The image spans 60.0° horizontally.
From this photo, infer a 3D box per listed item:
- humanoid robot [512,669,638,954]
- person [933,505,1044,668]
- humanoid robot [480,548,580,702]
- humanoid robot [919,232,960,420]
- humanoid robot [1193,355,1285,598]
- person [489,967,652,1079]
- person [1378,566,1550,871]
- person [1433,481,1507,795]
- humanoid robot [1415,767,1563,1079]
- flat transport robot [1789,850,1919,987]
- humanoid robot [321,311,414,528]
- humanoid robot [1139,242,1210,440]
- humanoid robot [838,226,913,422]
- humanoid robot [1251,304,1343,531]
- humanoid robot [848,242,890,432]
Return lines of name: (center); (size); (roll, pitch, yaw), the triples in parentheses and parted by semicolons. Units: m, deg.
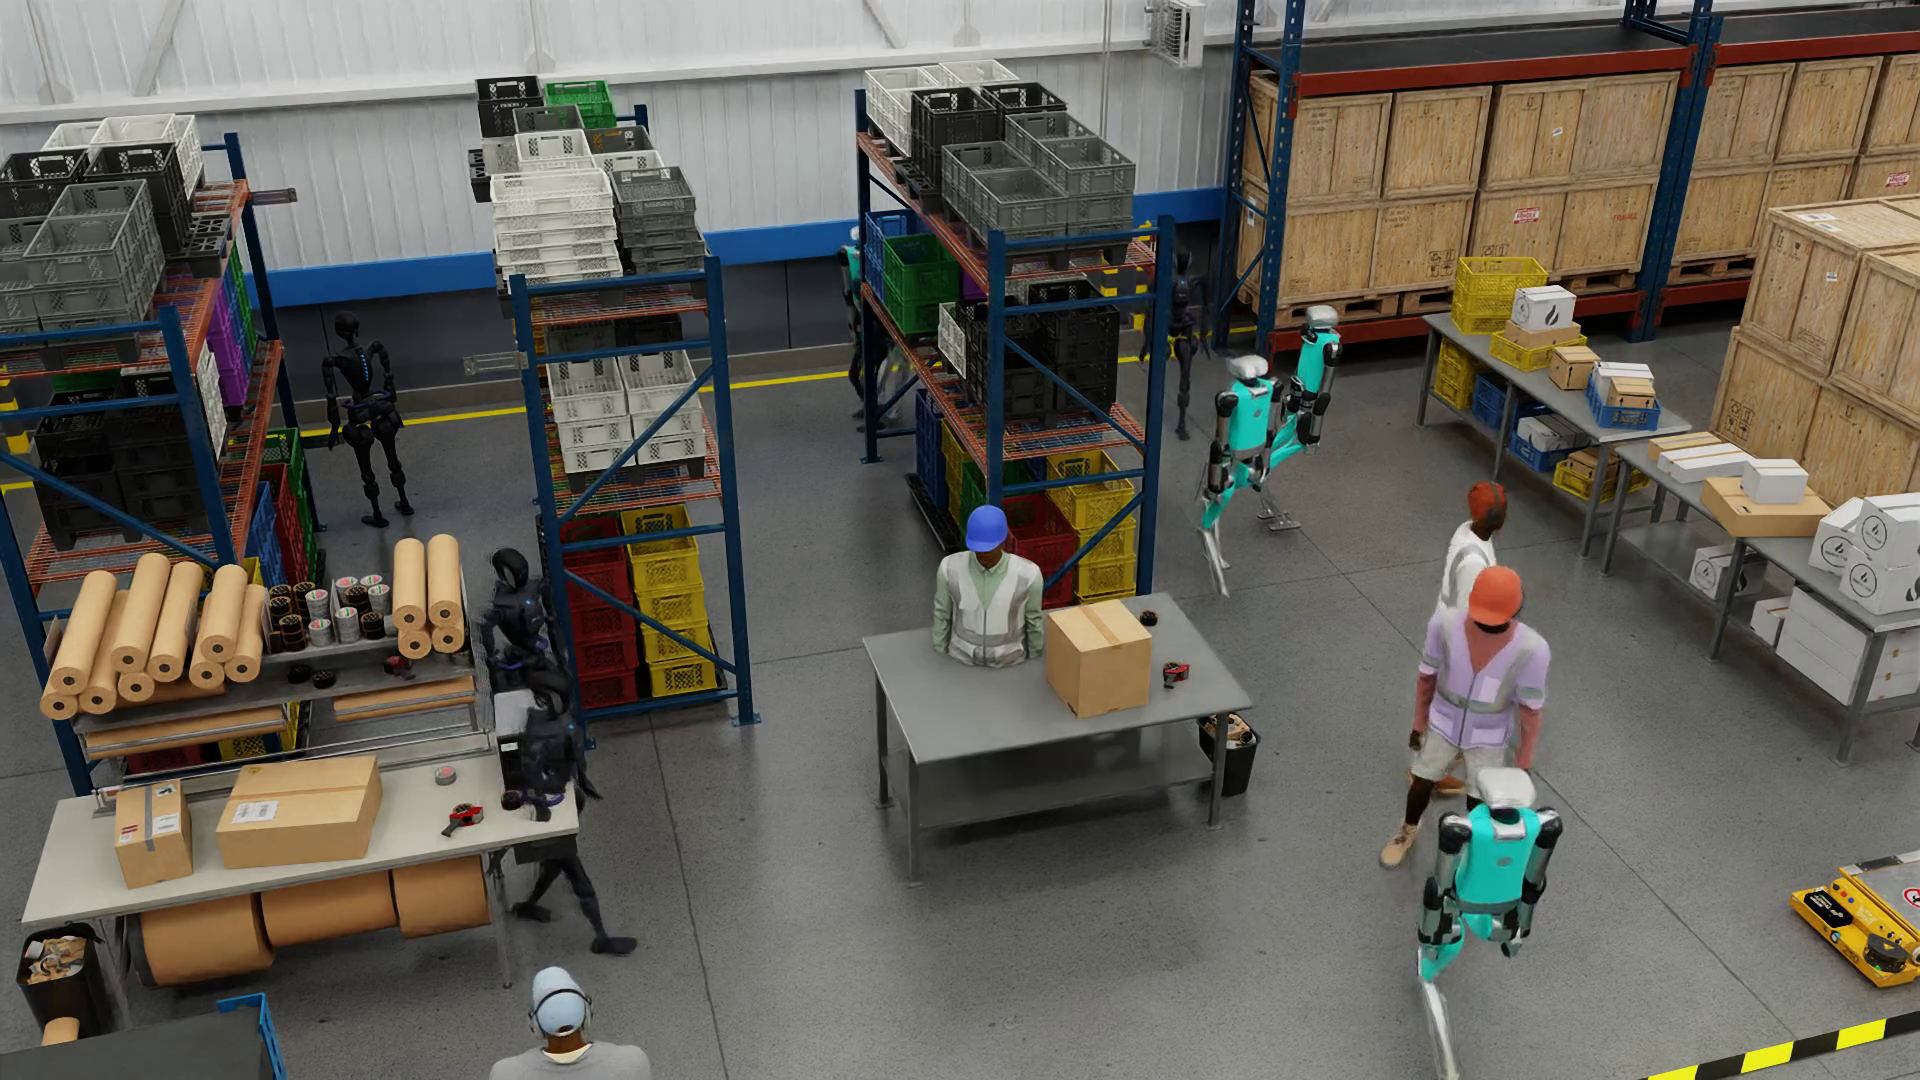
humanoid robot: (-2.011, 1.336, 8.322); (0.727, 1.641, 0.615); (4, 29, 7)
person: (0.153, 0.664, 9.210); (0.609, 1.946, 0.403); (4, 29, 7)
humanoid robot: (-2.383, 0.771, 9.315); (0.688, 1.637, 0.584); (15, 32, 25)
humanoid robot: (-0.058, -1.717, 13.699); (0.678, 1.749, 0.548); (-8, 30, -15)
humanoid robot: (1.824, -0.493, 11.561); (0.543, 1.804, 0.811); (-16, 33, -27)
person: (-1.400, 2.347, 6.247); (0.594, 1.852, 0.367); (-5, 29, -9)
person: (2.613, 0.973, 8.575); (0.739, 2.017, 0.526); (16, 32, 26)
person: (2.883, 0.544, 9.536); (0.341, 1.851, 0.675); (6, 29, 12)
humanoid robot: (2.301, 1.646, 7.722); (0.535, 1.783, 1.057); (-2, 29, -4)
flat transport robot: (5.163, 1.916, 8.676); (1.431, 0.231, 0.659); (-8, 30, -14)
humanoid robot: (-4.406, -0.903, 12.326); (0.315, 1.657, 0.599); (23, 36, 35)
humanoid robot: (1.792, -1.707, 13.854); (0.597, 1.628, 0.783); (-2, 29, -5)
humanoid robot: (-0.620, -1.848, 13.940); (0.533, 1.733, 0.726); (17, 33, 28)
humanoid robot: (2.337, -0.872, 12.118); (0.728, 1.694, 0.532); (-5, 29, -10)
humanoid robot: (-0.742, -1.690, 13.771); (0.320, 1.653, 0.607); (-10, 30, -18)
